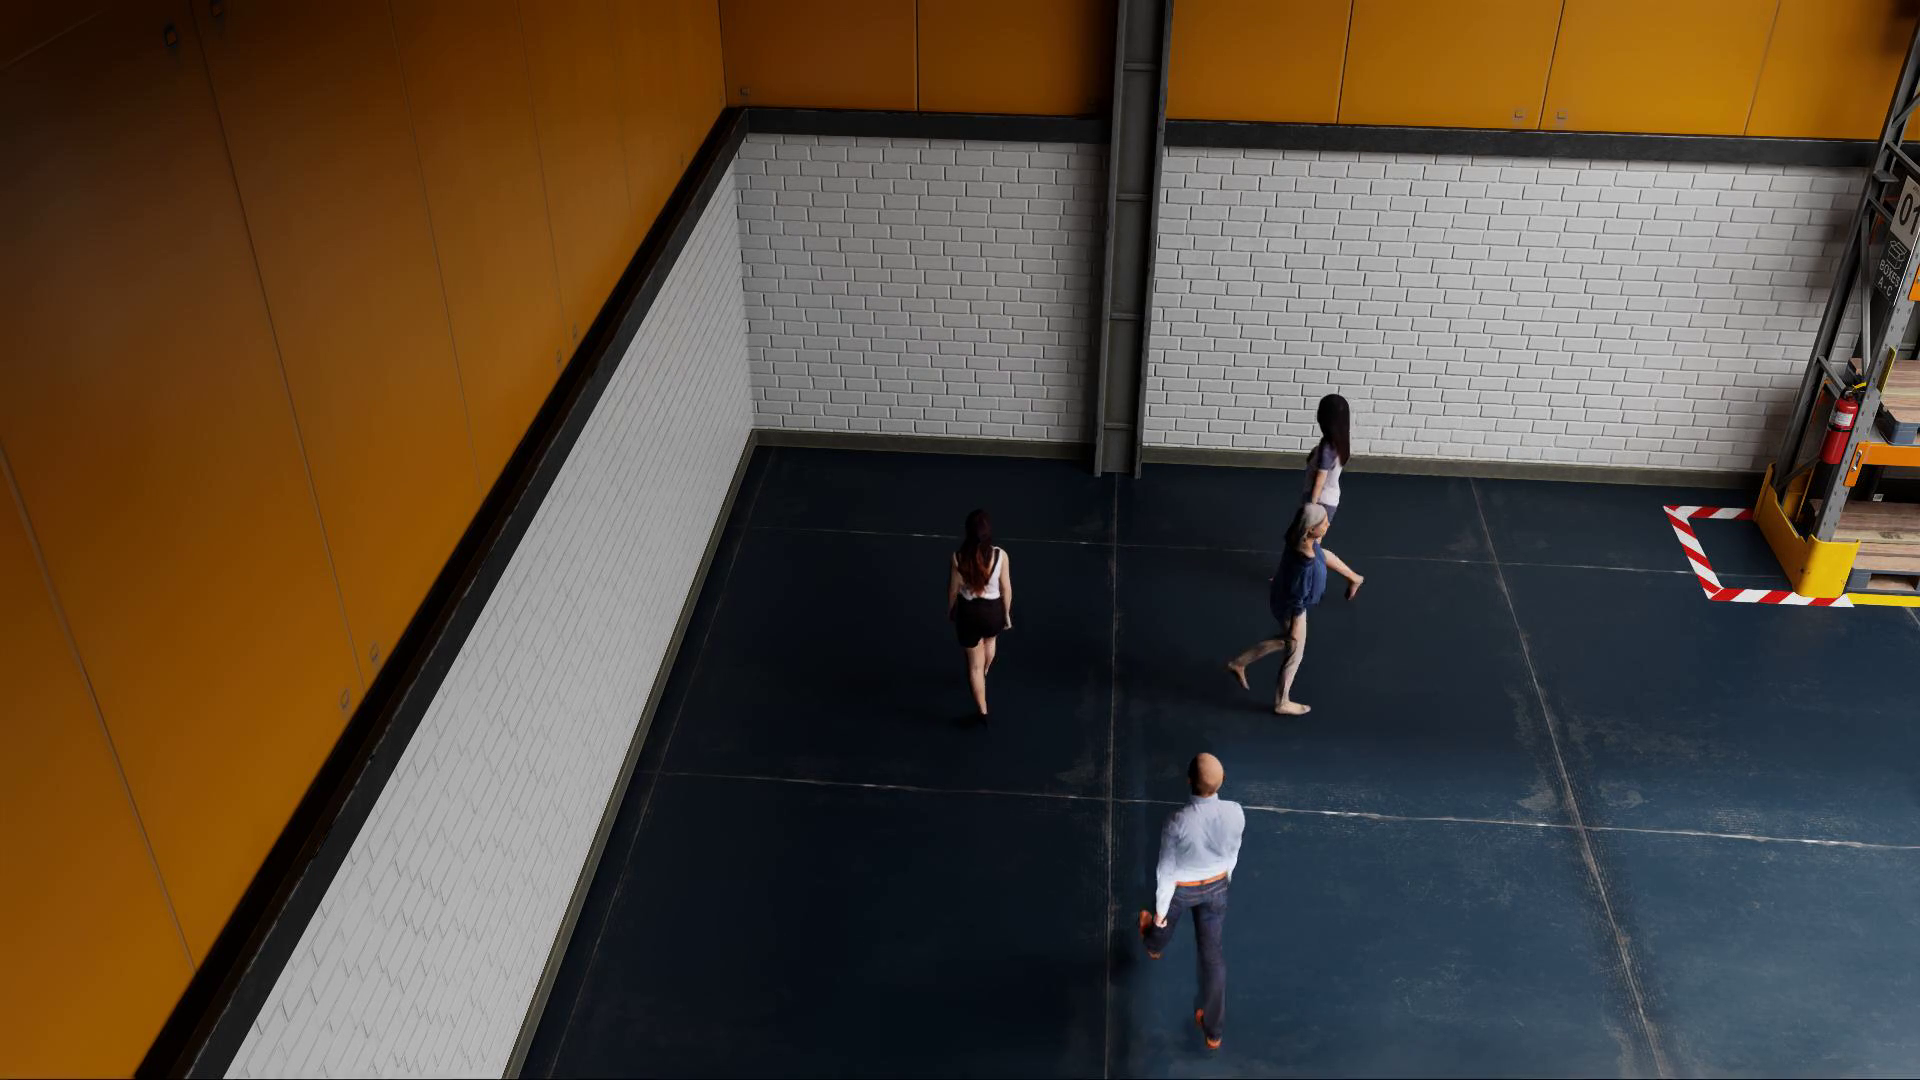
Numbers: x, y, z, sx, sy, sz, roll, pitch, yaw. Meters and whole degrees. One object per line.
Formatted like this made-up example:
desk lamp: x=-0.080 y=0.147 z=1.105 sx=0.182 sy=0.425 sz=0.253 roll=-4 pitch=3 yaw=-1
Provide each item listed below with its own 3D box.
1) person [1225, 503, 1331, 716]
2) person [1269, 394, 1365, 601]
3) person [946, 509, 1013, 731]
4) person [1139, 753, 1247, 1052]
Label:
person: x=2.140 y=0.462 z=11.151 sx=0.821 sy=1.684 sz=0.620 roll=3 pitch=34 yaw=5
person: x=2.715 y=-0.276 z=12.257 sx=0.989 sy=1.690 sz=0.734 roll=11 pitch=35 yaw=16
person: x=0.141 y=0.570 z=11.041 sx=0.890 sy=1.625 sz=0.760 roll=-4 pitch=34 yaw=-6
person: x=1.290 y=1.949 z=8.867 sx=1.259 sy=1.737 sz=0.985 roll=-7 pitch=34 yaw=-10
